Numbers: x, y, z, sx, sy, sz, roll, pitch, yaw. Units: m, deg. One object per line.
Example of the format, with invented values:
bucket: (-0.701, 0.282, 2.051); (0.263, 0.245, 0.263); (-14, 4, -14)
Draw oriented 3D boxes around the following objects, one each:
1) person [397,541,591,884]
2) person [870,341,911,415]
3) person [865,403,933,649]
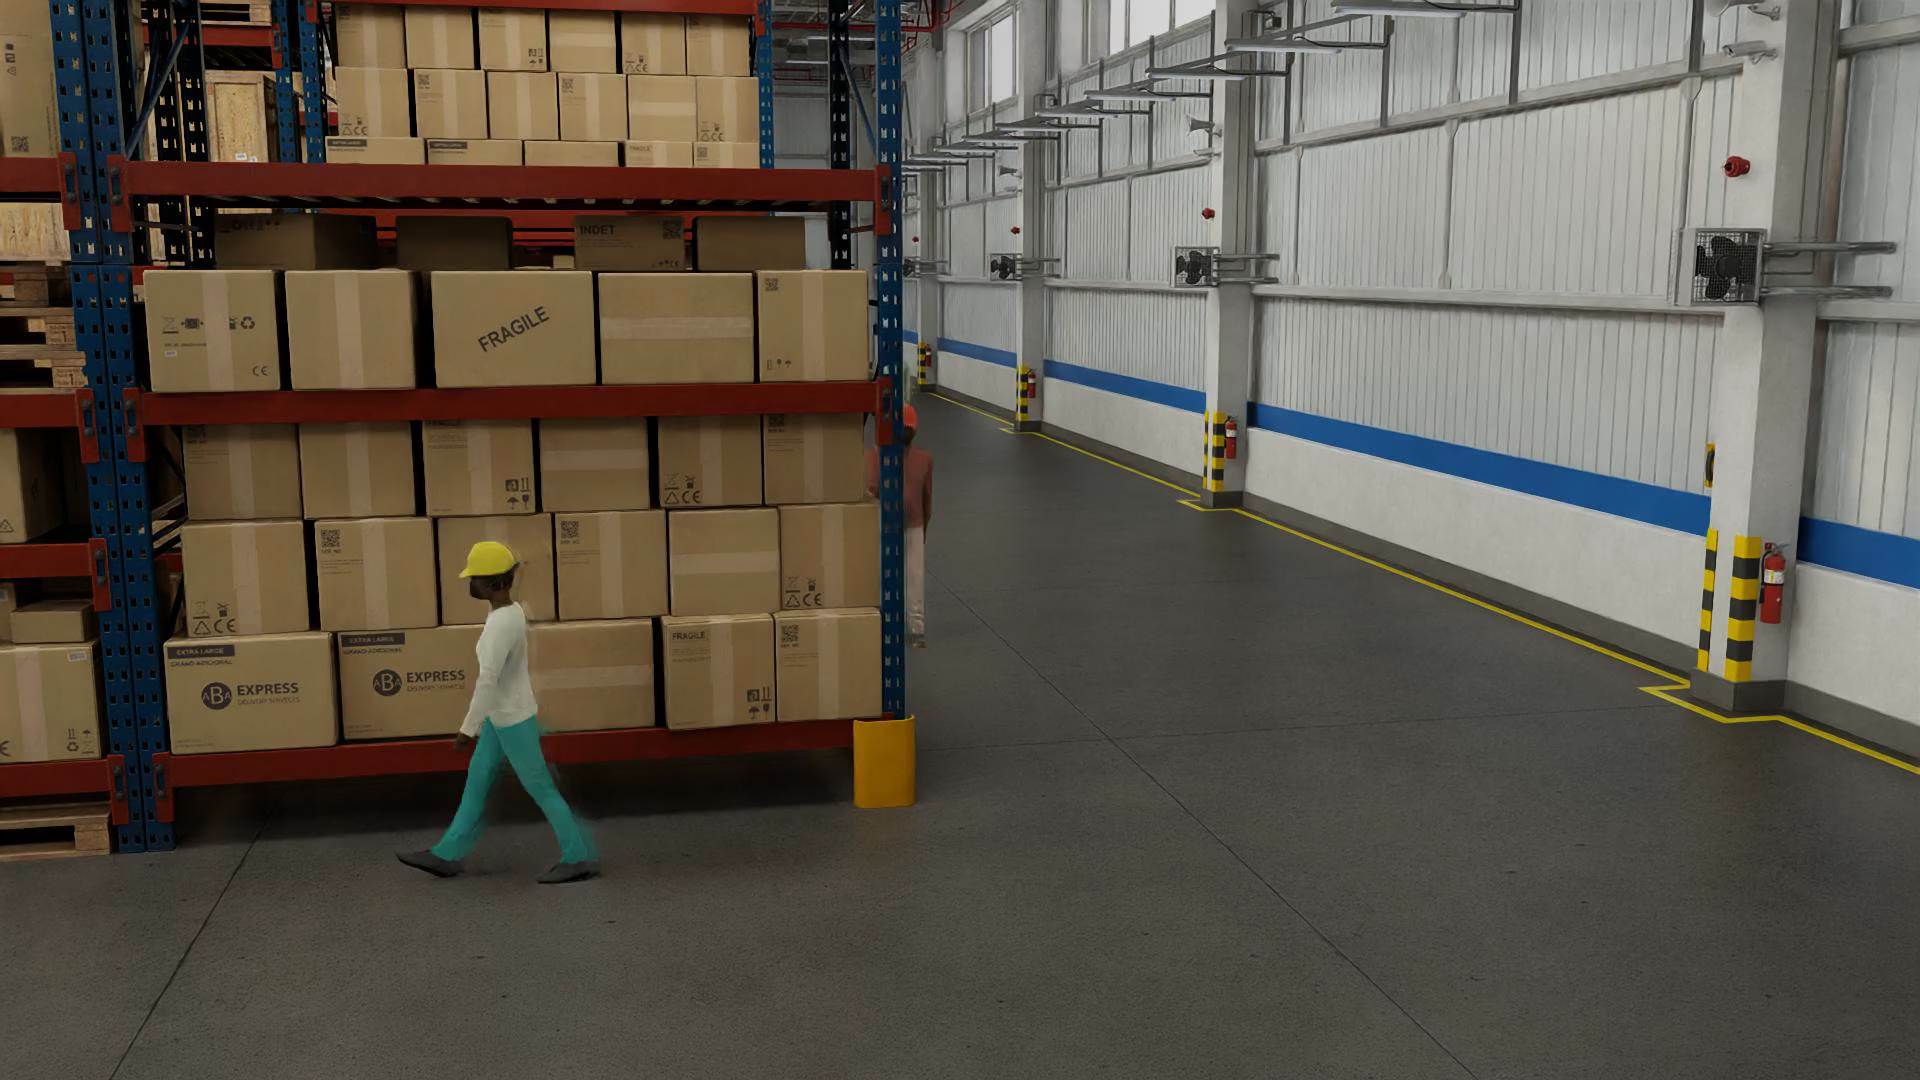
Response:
person: (-2.274, 0.861, 8.100); (0.942, 1.714, 0.536); (-2, 10, -13)
person: (-1.094, -2.106, 25.359); (0.644, 1.980, 0.518); (-5, 10, -26)
person: (-0.520, -0.150, 13.548); (0.610, 1.964, 0.975); (-3, 10, -17)
